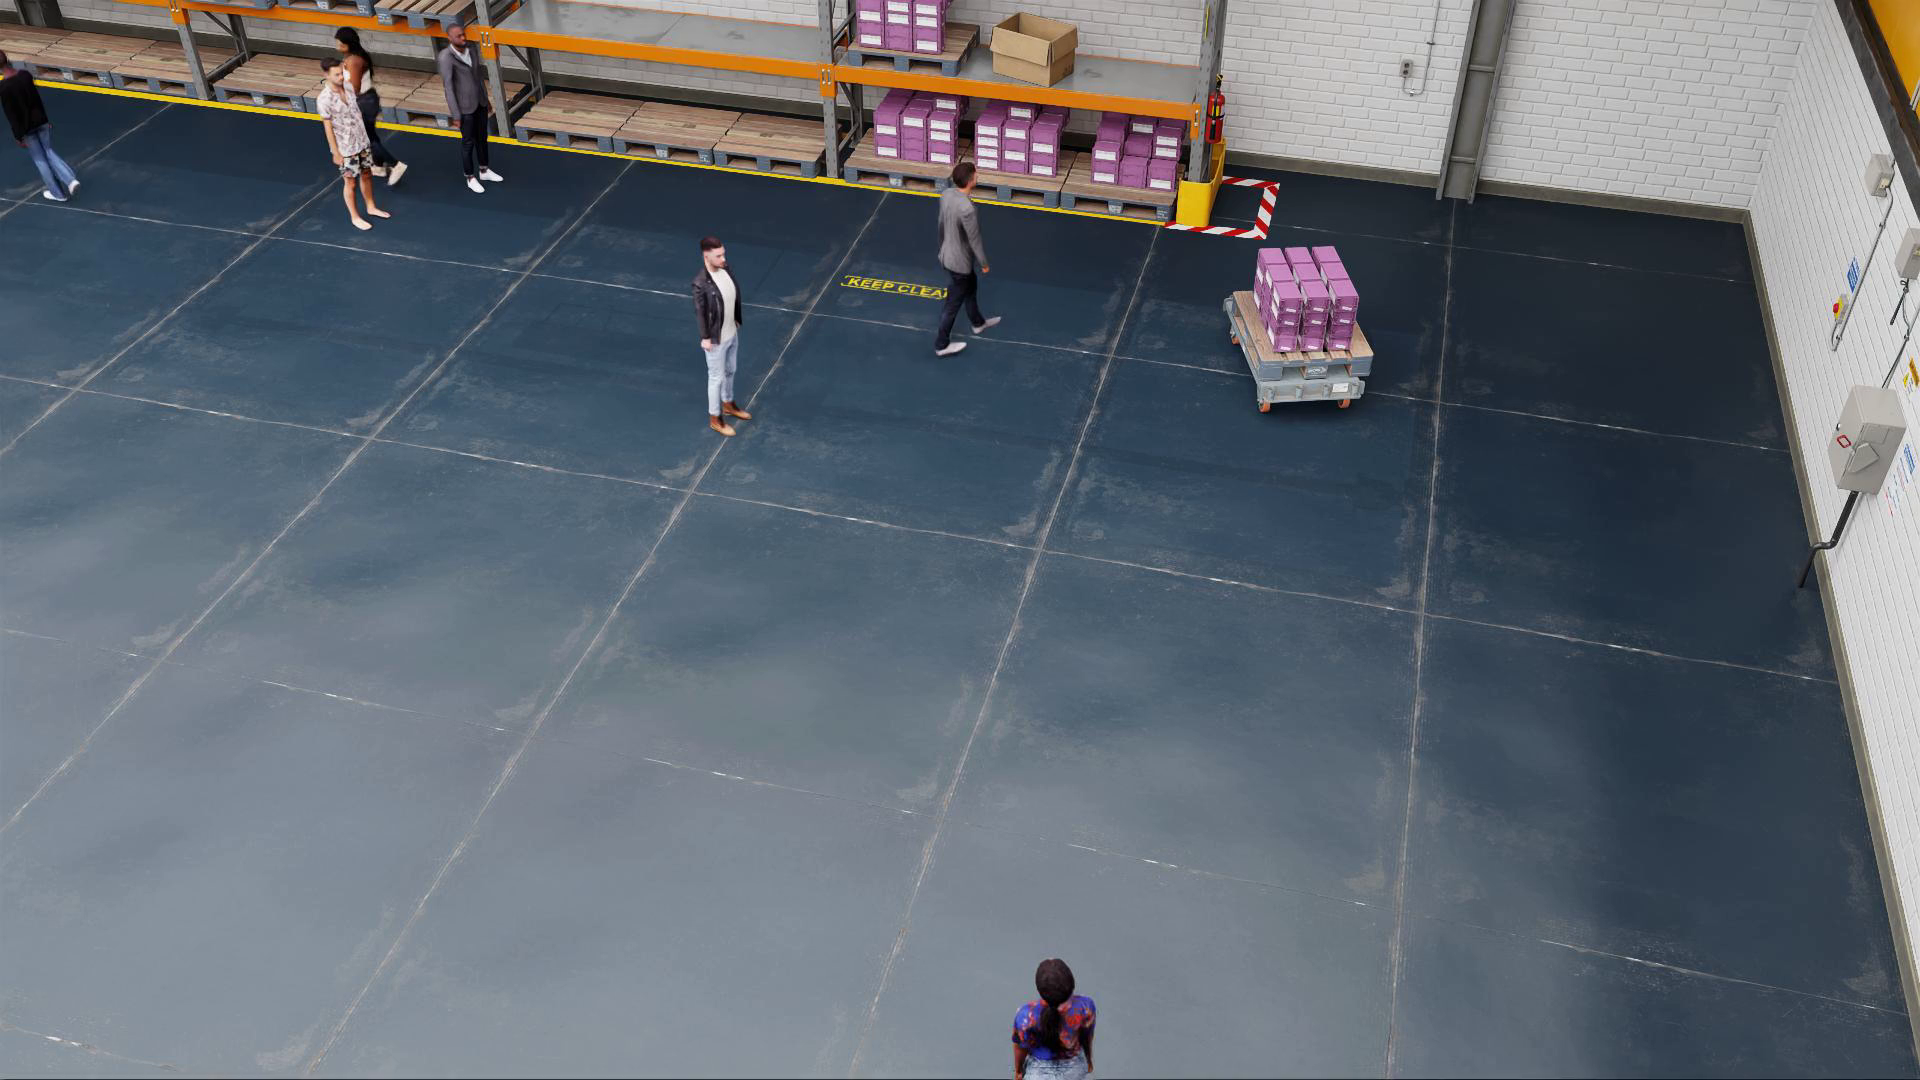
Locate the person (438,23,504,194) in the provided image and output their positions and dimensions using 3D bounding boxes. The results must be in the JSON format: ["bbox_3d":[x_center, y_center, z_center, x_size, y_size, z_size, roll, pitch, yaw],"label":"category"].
[{"bbox_3d":[-5.257,-4.649,17.797,0.675,1.816,0.782,20,43,23],"label":"person"}]

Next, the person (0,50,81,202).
[{"bbox_3d":[-9.680,-4.319,17.453,0.823,1.729,0.678,16,41,19],"label":"person"}]

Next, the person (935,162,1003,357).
[{"bbox_3d":[-0.086,-2.512,15.101,1.128,1.841,1.023,-14,41,-17],"label":"person"}]

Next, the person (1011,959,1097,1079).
[{"bbox_3d":[0.505,2.792,8.549,0.786,1.729,0.812,-5,39,-6],"label":"person"}]

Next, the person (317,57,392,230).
[{"bbox_3d":[-6.310,-4.107,17.122,0.625,1.812,0.704,16,41,19],"label":"person"}]

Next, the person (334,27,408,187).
[{"bbox_3d":[-6.323,-4.617,17.781,0.917,1.787,0.857,-1,39,-1],"label":"person"}]

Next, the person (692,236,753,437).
[{"bbox_3d":[-2.053,-1.769,14.176,0.598,1.835,0.695,17,42,20],"label":"person"}]
